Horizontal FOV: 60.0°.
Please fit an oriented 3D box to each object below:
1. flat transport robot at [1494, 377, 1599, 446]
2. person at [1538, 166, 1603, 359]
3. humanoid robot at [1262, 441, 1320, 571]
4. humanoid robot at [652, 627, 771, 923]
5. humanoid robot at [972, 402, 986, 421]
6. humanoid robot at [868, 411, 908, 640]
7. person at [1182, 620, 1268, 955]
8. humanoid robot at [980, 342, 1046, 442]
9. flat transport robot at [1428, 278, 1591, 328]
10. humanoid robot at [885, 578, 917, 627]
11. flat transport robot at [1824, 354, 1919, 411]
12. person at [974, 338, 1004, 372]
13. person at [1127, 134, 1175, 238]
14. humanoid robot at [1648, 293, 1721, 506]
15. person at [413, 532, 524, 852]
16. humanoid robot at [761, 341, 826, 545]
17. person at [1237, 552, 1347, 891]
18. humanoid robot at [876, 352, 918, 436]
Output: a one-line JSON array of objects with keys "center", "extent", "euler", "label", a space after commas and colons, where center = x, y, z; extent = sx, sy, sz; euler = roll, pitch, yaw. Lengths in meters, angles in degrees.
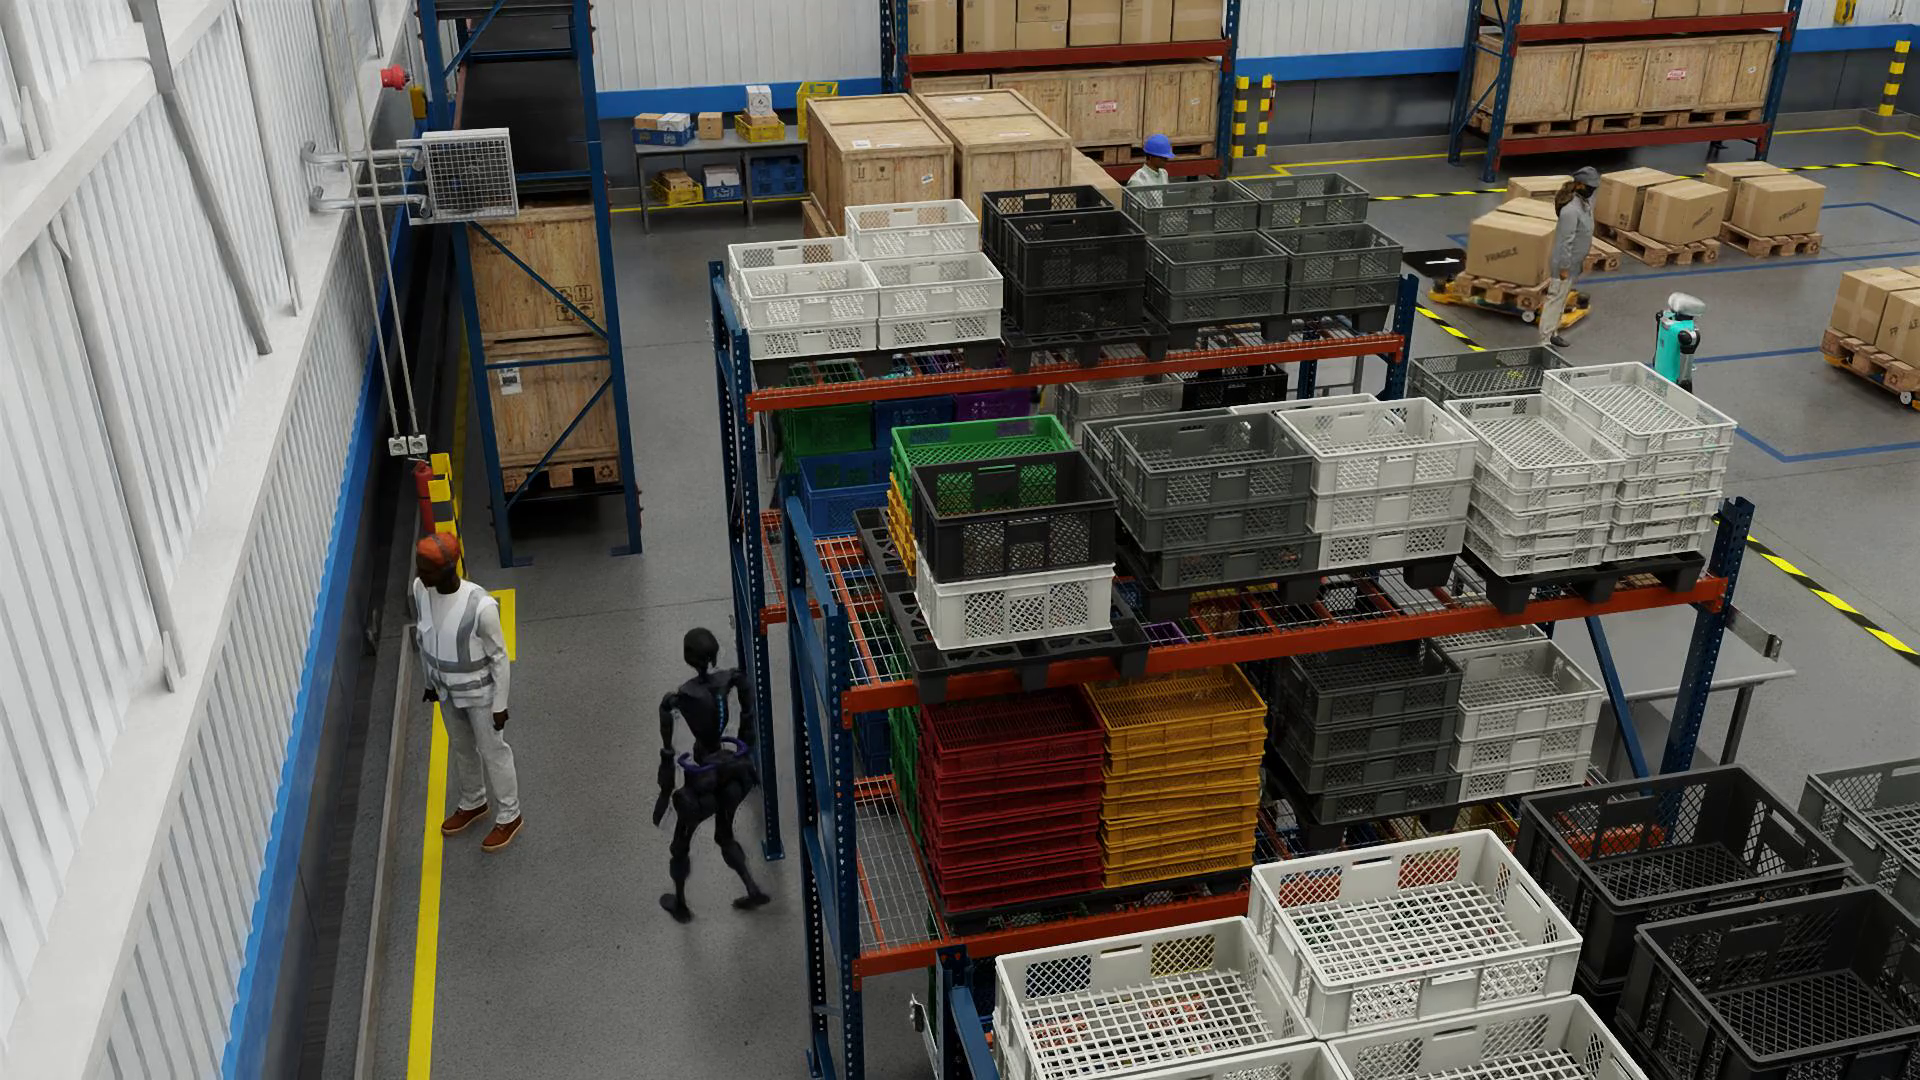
[{"center": [4.780, -1.036, 14.013], "extent": [0.659, 0.231, 1.431], "euler": [-6, 28, -12], "label": "flat transport robot"}, {"center": [5.589, -2.571, 15.315], "extent": [0.400, 1.765, 0.571], "euler": [15, 31, 25], "label": "person"}, {"center": [2.131, -0.032, 10.674], "extent": [0.600, 1.622, 0.855], "euler": [-19, 33, -32], "label": "humanoid robot"}, {"center": [-1.245, 1.192, 8.302], "extent": [0.607, 1.626, 0.523], "euler": [-24, 36, -38], "label": "humanoid robot"}, {"center": [0.355, -0.106, 10.623], "extent": [0.769, 1.728, 0.532], "euler": [-10, 29, -18], "label": "humanoid robot"}, {"center": [-0.490, -0.120, 10.768], "extent": [0.307, 1.654, 0.611], "euler": [-9, 29, -17], "label": "humanoid robot"}, {"center": [1.298, 1.201, 8.080], "extent": [0.430, 1.845, 0.621], "euler": [23, 35, 36], "label": "person"}, {"center": [0.181, -0.458, 11.280], "extent": [0.544, 1.739, 0.709], "euler": [25, 37, 39], "label": "humanoid robot"}, {"center": [5.503, -2.444, 16.653], "extent": [1.431, 0.197, 0.652], "euler": [20, 34, 33], "label": "flat transport robot"}, {"center": [-0.379, -0.163, 10.865], "extent": [0.707, 1.866, 0.550], "euler": [-7, 29, -13], "label": "humanoid robot"}, {"center": [8.473, -1.467, 14.800], "extent": [0.652, 0.197, 1.431], "euler": [-6, 28, -12], "label": "flat transport robot"}, {"center": [0.154, -0.679, 11.654], "extent": [0.404, 1.834, 0.589], "euler": [7, 29, 13], "label": "person"}, {"center": [1.779, -2.867, 15.700], "extent": [0.412, 1.939, 0.602], "euler": [19, 33, 31], "label": "person"}, {"center": [5.404, -1.007, 12.235], "extent": [0.735, 1.681, 0.533], "euler": [-1, 28, -2], "label": "humanoid robot"}, {"center": [-2.619, 0.794, 8.807], "extent": [0.583, 1.881, 0.337], "euler": [15, 32, 27], "label": "person"}, {"center": [-1.128, -0.701, 11.944], "extent": [0.784, 1.645, 0.594], "euler": [-20, 34, -33], "label": "humanoid robot"}, {"center": [1.609, 0.964, 8.317], "extent": [0.613, 2.040, 0.389], "euler": [-13, 30, -23], "label": "person"}, {"center": [-0.583, -0.568, 11.518], "extent": [0.739, 1.767, 0.537], "euler": [19, 33, 32], "label": "humanoid robot"}]
